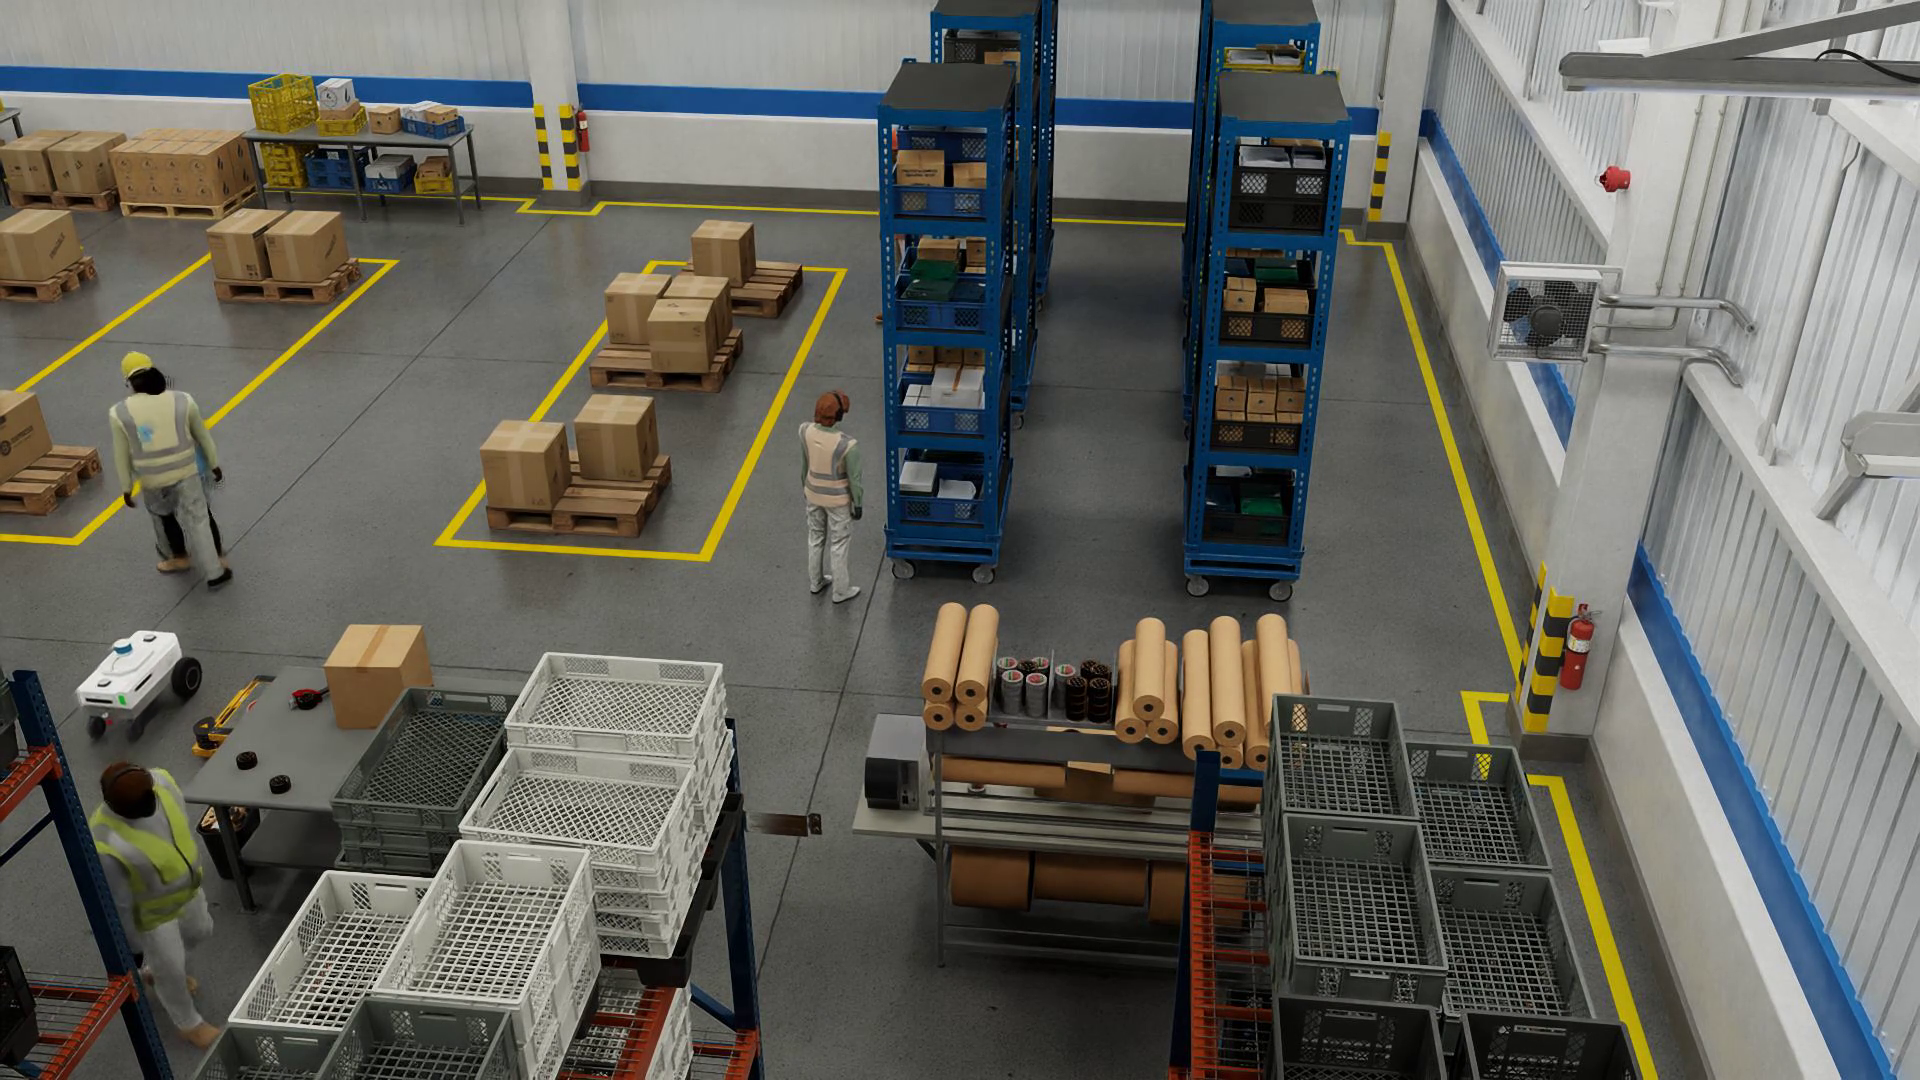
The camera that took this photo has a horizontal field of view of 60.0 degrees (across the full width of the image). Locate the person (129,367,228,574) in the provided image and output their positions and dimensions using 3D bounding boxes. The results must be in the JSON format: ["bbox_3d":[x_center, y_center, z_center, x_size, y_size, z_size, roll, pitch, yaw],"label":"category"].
[{"bbox_3d":[-5.718,-0.504,12.118,0.519,1.678,0.539,14,33,22],"label":"person"}]

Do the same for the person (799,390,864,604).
[{"bbox_3d":[-0.912,-0.299,11.816,0.527,1.631,0.323,18,35,27],"label":"person"}]

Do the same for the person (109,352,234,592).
[{"bbox_3d":[-5.749,-0.518,12.072,0.670,1.747,0.907,-16,34,-26],"label":"person"}]

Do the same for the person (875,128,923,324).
[{"bbox_3d":[-0.575,-3.005,16.104,0.374,1.997,0.613,-25,38,-36],"label":"person"}]

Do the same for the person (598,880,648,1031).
[{"bbox_3d":[-1.761,1.802,7.914,0.629,1.931,0.358,-3,30,-5],"label":"person"}]

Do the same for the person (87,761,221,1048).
[{"bbox_3d":[-3.984,1.758,8.125,0.622,1.805,0.669,5,31,8],"label":"person"}]

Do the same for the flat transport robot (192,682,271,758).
[{"bbox_3d":[-4.089,1.163,10.648,1.431,0.197,0.652,3,30,6],"label":"flat transport robot"}]

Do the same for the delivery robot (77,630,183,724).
[{"bbox_3d":[-5.376,0.867,10.786,0.477,0.478,0.707,4,31,7],"label":"delivery robot"}]
